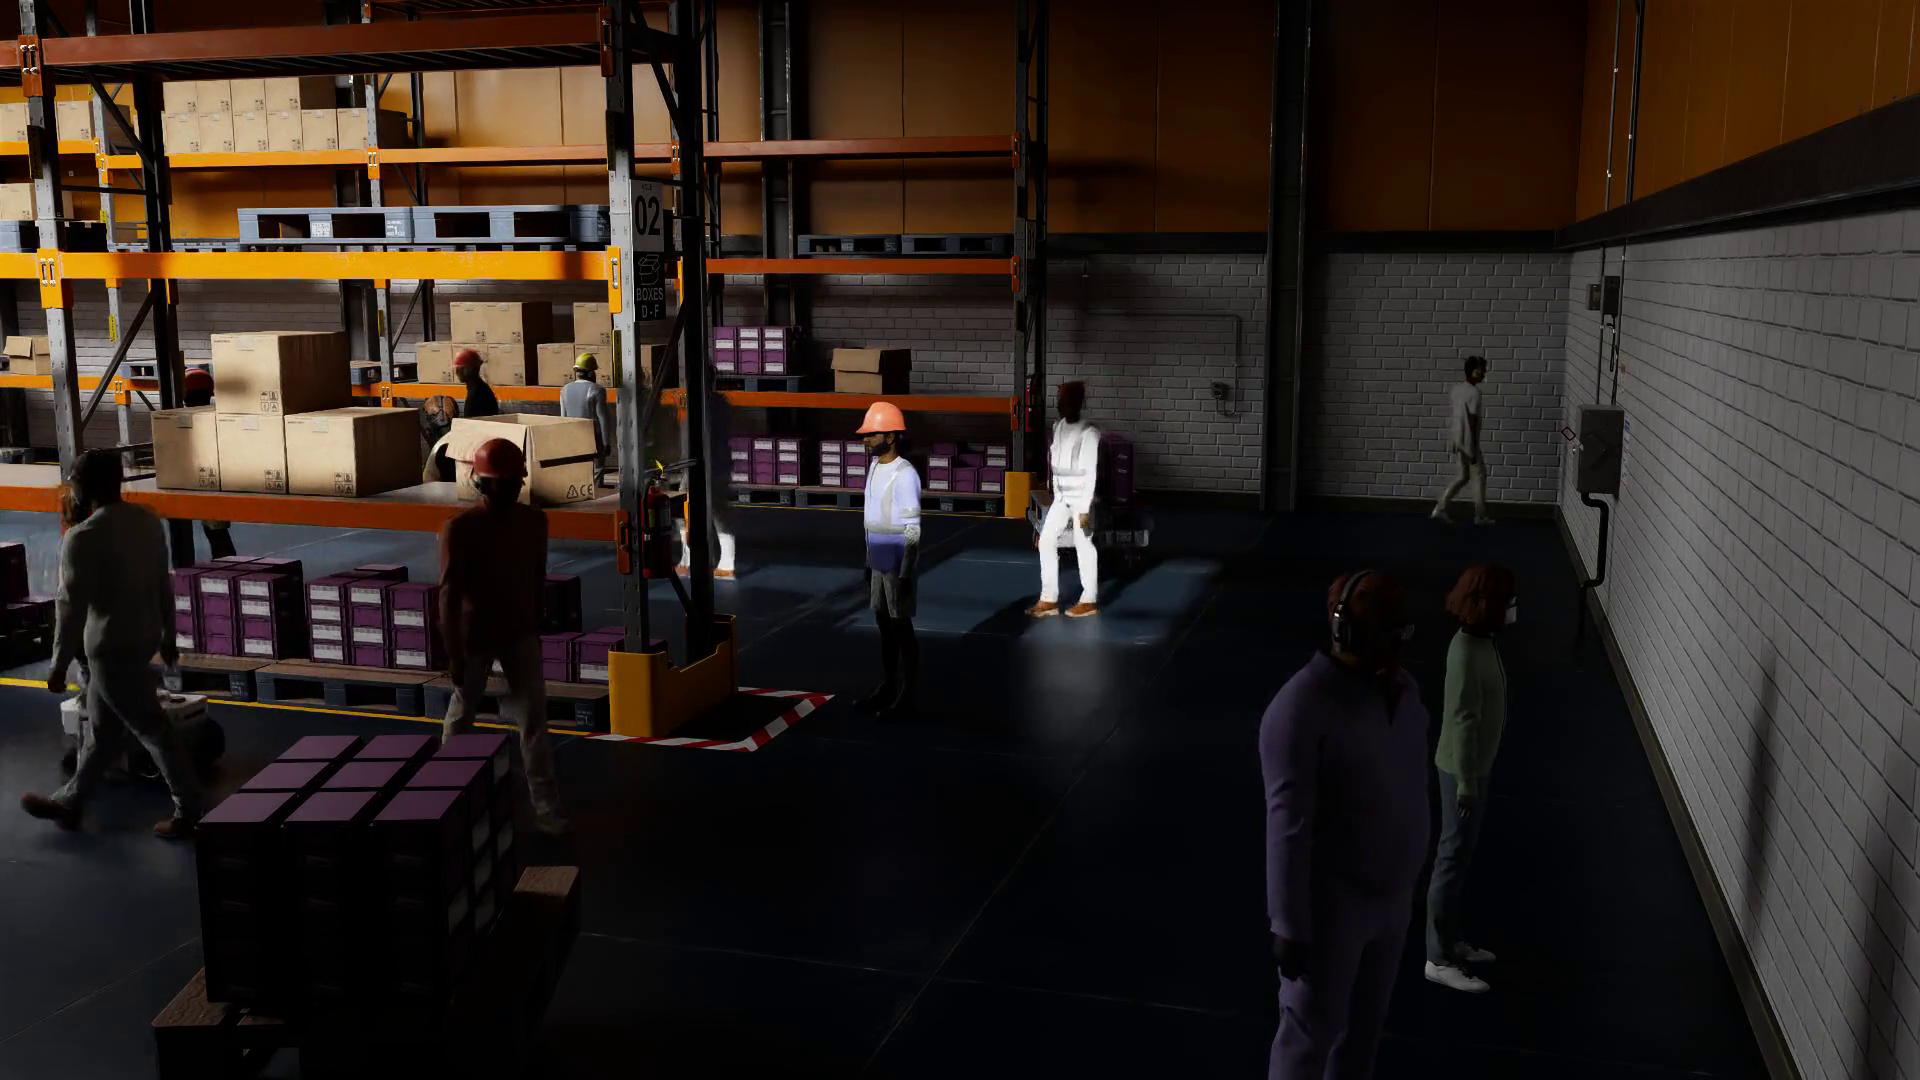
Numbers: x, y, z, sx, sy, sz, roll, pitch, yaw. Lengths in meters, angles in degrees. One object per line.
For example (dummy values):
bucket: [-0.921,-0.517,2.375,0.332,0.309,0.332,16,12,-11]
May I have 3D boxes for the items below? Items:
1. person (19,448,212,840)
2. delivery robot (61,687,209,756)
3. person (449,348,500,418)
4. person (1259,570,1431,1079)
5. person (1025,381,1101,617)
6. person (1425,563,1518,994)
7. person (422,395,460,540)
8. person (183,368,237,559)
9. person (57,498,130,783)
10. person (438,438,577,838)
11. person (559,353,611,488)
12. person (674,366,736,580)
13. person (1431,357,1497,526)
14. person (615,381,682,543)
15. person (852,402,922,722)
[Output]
person: [-4.055,0.508,7.910,1.027,1.887,0.640,1,9,4]
delivery robot: [-4.450,0.956,8.971,0.707,0.478,0.477,1,9,8]
person: [-4.597,-0.861,16.015,0.554,1.969,0.660,-2,9,-11]
person: [1.125,1.022,4.743,0.651,1.906,0.403,-9,13,-43]
person: [0.797,-0.294,12.899,0.754,1.857,0.619,-6,11,-31]
person: [1.962,0.890,6.379,0.268,1.632,0.507,4,10,23]
person: [-3.660,-0.123,11.947,0.429,1.837,0.621,-2,10,-15]
person: [-6.083,-0.419,13.433,0.376,1.936,0.549,-7,12,-38]
person: [-4.553,0.496,8.780,0.401,1.623,0.539,-3,10,-19]
person: [-2.306,0.447,8.185,0.632,1.936,1.074,-9,13,-44]
person: [-3.970,-1.081,17.779,0.587,1.835,0.404,4,10,25]
person: [-2.292,-0.594,14.576,0.758,1.911,0.655,4,10,25]
person: [5.384,-1.032,17.567,0.756,1.812,0.581,-3,10,-17]
person: [-3.098,-0.840,16.471,0.948,1.796,0.629,4,10,22]
person: [-0.439,0.132,10.068,0.374,1.939,0.545,-5,10,-27]
